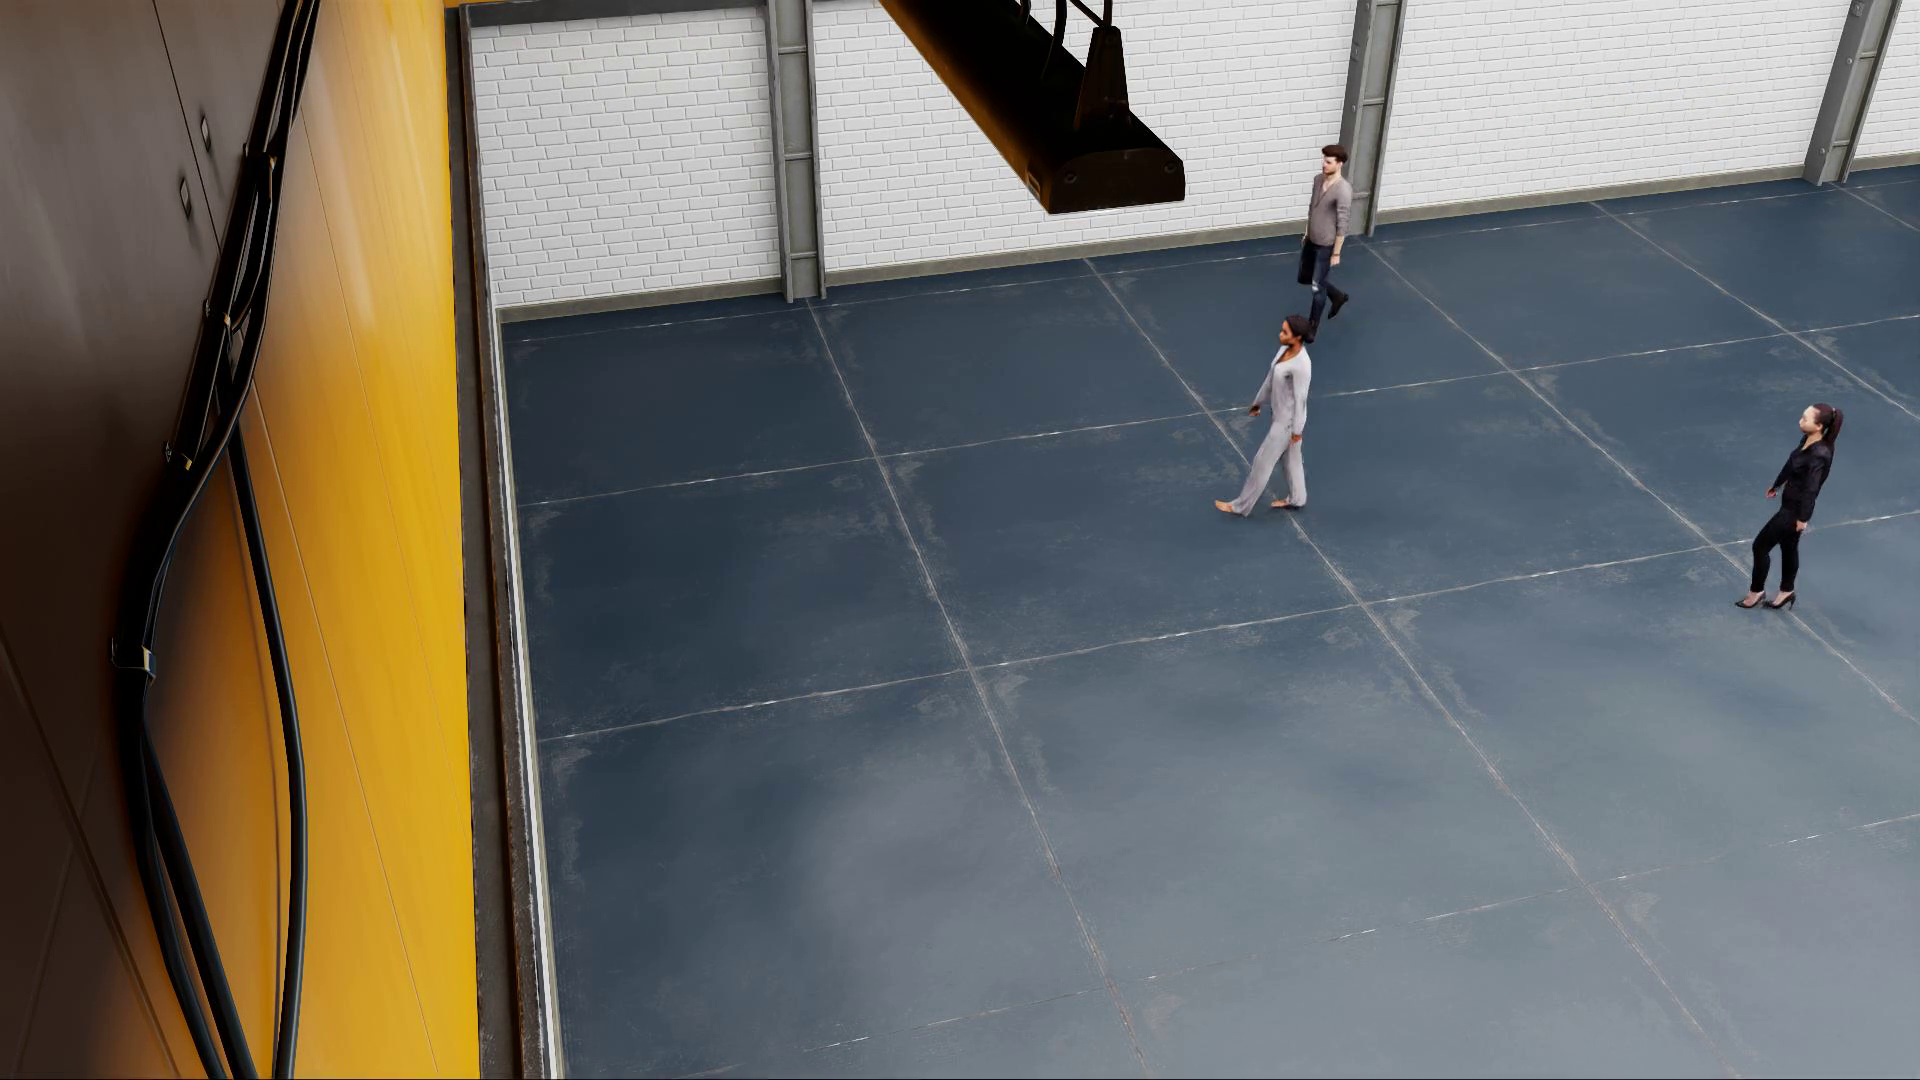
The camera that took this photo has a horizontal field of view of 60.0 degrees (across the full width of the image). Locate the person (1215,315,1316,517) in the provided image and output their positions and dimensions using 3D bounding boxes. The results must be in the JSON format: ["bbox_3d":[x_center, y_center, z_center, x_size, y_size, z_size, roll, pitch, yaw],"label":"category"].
[{"bbox_3d":[2.605,-0.959,12.897,1.058,1.709,0.796,0,34,0],"label":"person"}]

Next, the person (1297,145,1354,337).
[{"bbox_3d":[3.447,-2.773,15.463,0.947,1.891,0.756,-12,36,-18],"label":"person"}]

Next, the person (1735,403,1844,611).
[{"bbox_3d":[5.989,-0.198,11.765,0.795,1.695,0.743,13,36,19],"label":"person"}]
